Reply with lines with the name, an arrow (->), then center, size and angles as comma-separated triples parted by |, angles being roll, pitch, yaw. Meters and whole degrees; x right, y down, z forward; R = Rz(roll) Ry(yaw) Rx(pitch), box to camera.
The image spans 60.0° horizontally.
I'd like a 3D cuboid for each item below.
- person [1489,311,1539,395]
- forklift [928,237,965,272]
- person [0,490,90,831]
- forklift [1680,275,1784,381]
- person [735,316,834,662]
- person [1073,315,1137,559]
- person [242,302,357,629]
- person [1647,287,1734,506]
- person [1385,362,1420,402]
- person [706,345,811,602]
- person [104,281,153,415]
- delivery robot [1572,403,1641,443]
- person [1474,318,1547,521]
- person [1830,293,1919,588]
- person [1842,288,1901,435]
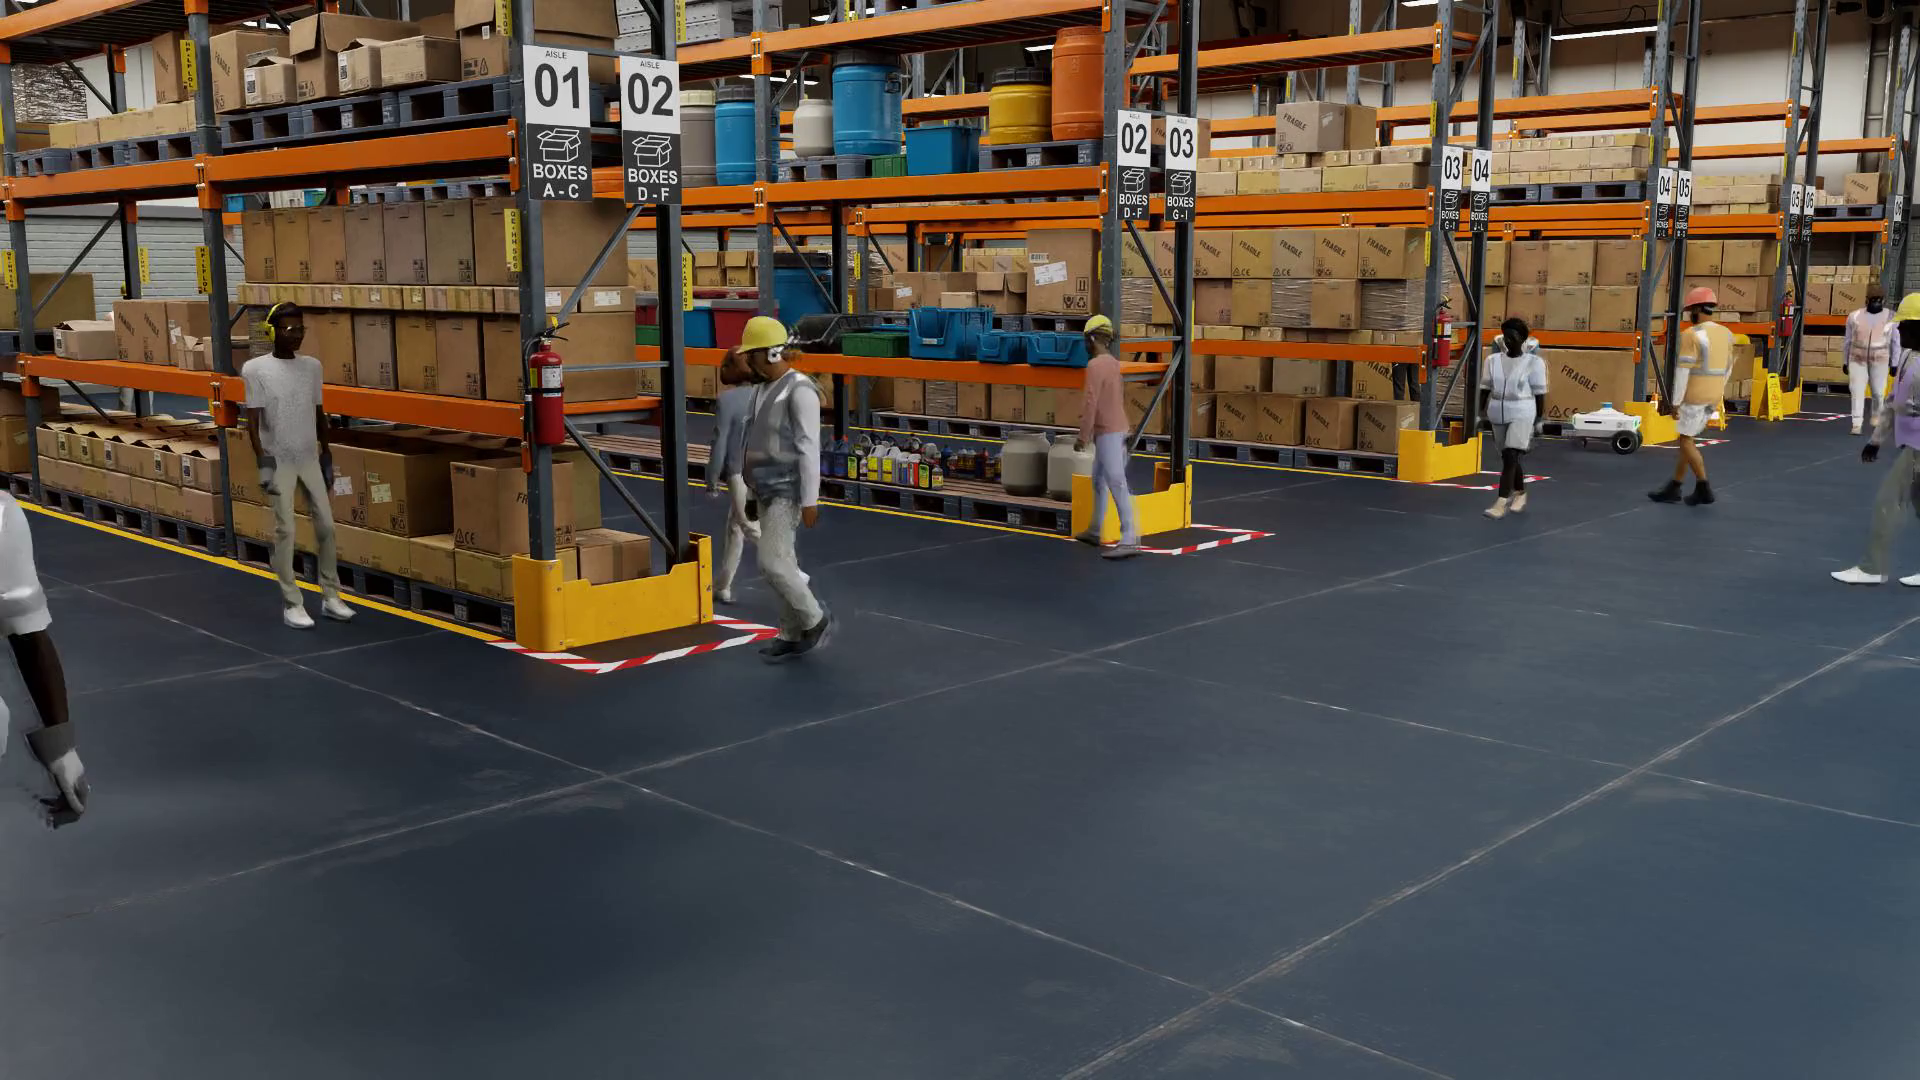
person -> 6.054, -1.707, 18.195 | 0.505, 1.600, 0.845 | 2, 9, 11
forklift -> -0.326, -5.817, 39.609 | 1.129, 2.768, 1.873 | 9, 13, 43
person -> -2.297, 0.496, 3.707 | 0.984, 1.911, 0.633 | 7, 11, 36
forklift -> 12.480, -3.427, 27.053 | 1.214, 2.155, 2.313 | 9, 13, 43
person -> -0.945, -0.256, 8.663 | 0.427, 1.805, 0.601 | -5, 11, -30
person -> 1.046, -0.753, 12.014 | 0.646, 1.716, 0.628 | 3, 10, 19
person -> -3.816, -0.427, 9.557 | 0.410, 1.864, 0.535 | 8, 12, 40
person -> 6.417, -1.258, 14.551 | 0.617, 1.892, 0.649 | -5, 10, -28
person -> 5.539, -2.234, 20.700 | 0.504, 1.839, 0.344 | -2, 10, -15
person -> -1.250, -0.388, 10.140 | 0.787, 1.594, 0.546 | 6, 11, 32
person -> -9.082, -1.894, 18.340 | 0.371, 1.929, 0.585 | 8, 12, 42
delivery robot -> 7.310, -1.311, 18.809 | 0.707, 0.478, 0.477 | 5, 10, 28
person -> 4.560, -1.006, 13.763 | 0.886, 1.647, 0.531 | -9, 13, -43
person -> 6.036, -0.628, 10.693 | 0.878, 1.891, 0.608 | 3, 10, 15
person -> 11.370, -2.235, 20.770 | 0.639, 1.828, 0.633 | 6, 11, 32
